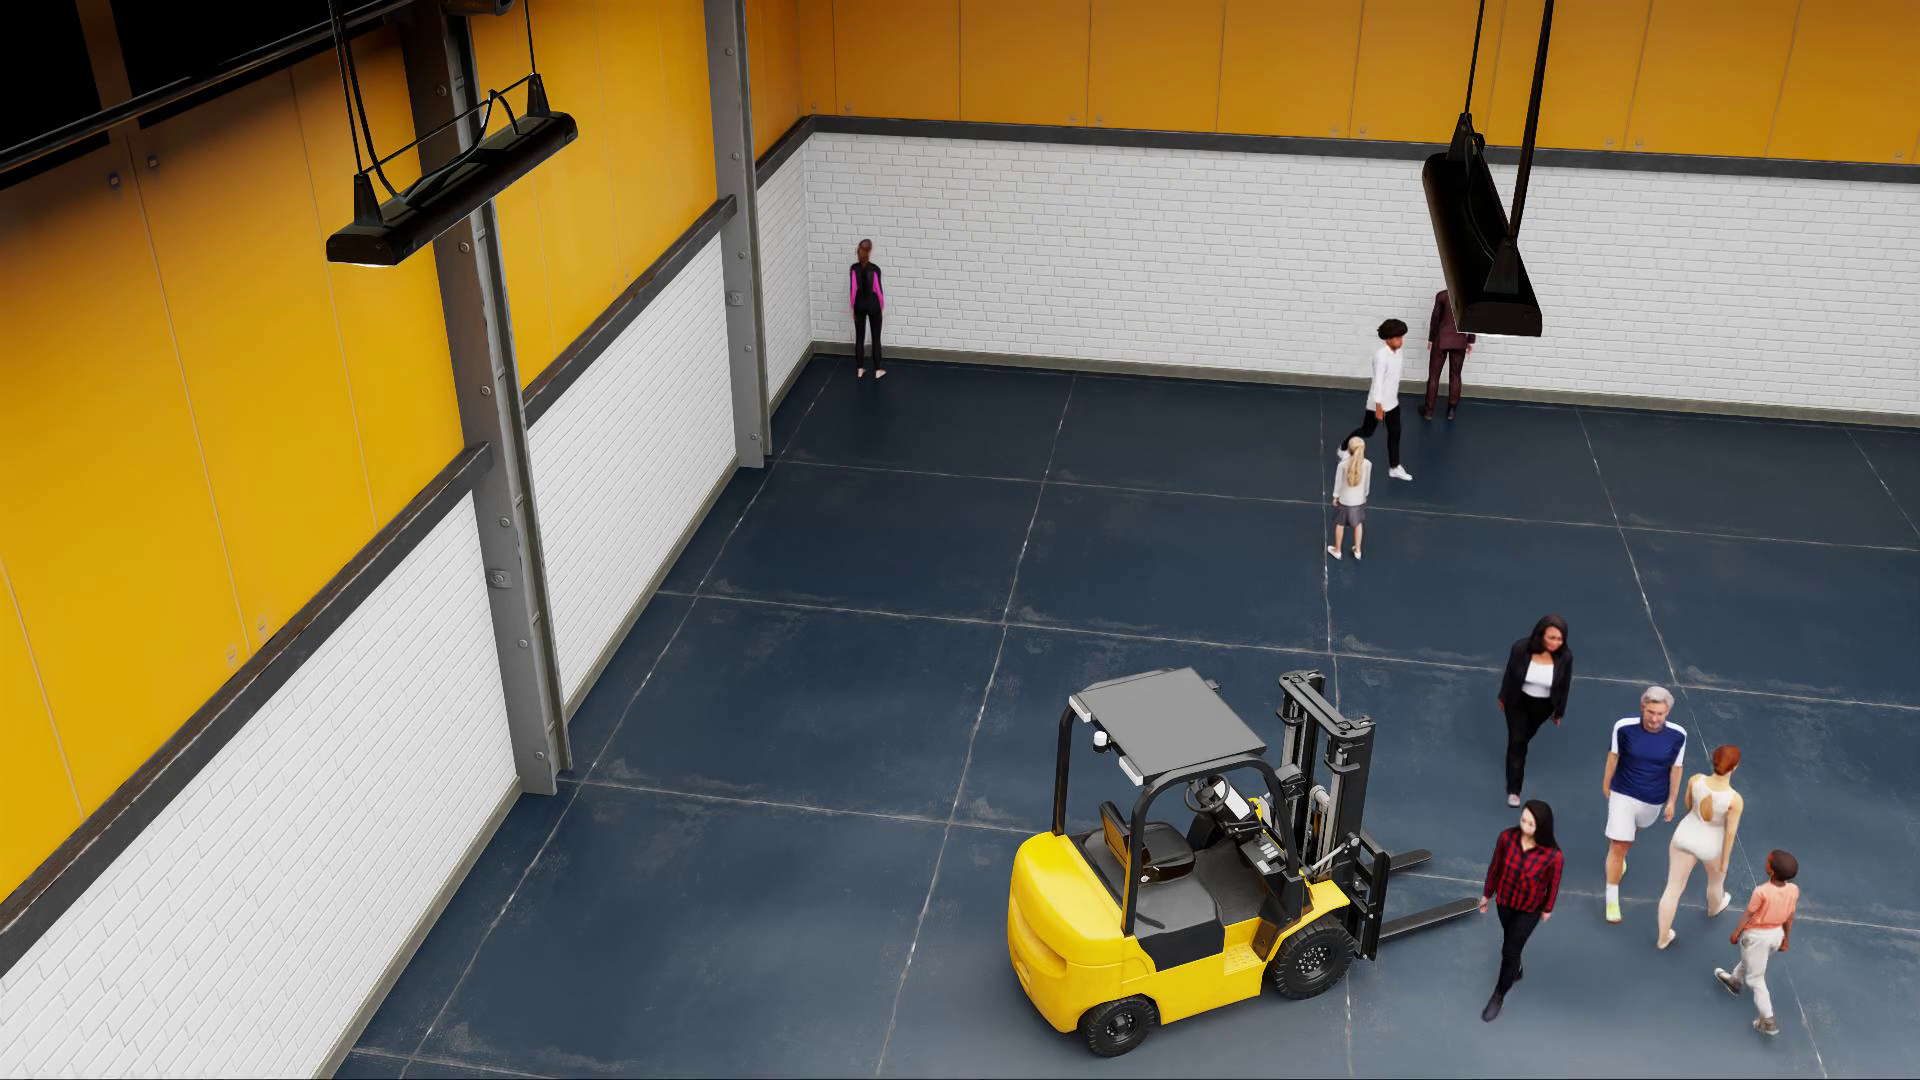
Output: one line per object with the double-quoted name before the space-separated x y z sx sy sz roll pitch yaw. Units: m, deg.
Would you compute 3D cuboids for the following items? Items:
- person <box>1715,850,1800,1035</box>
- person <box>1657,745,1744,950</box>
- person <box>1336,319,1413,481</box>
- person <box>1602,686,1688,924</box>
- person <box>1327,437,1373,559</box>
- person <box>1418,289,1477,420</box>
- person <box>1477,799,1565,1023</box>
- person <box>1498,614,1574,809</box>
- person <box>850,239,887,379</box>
"person" 5.253 2.613 10.814 0.709 1.295 0.956 -6 29 -11
"person" 5.011 2.131 11.366 0.891 1.612 1.050 25 37 38
"person" 4.476 -1.535 17.924 1.173 1.768 1.138 -25 37 -38
"person" 4.833 1.765 11.867 0.635 1.776 1.190 5 29 10
"person" 3.862 -0.421 16.402 0.551 1.271 0.569 -1 29 -2
"person" 5.670 -2.295 19.226 0.722 1.856 0.617 0 29 0
"person" 3.728 2.337 10.963 0.939 1.636 0.843 -24 36 -36
"person" 4.482 1.243 13.048 0.655 1.561 1.115 4 29 7
"person" -1.136 -2.827 20.313 0.561 1.749 0.529 5 29 10
